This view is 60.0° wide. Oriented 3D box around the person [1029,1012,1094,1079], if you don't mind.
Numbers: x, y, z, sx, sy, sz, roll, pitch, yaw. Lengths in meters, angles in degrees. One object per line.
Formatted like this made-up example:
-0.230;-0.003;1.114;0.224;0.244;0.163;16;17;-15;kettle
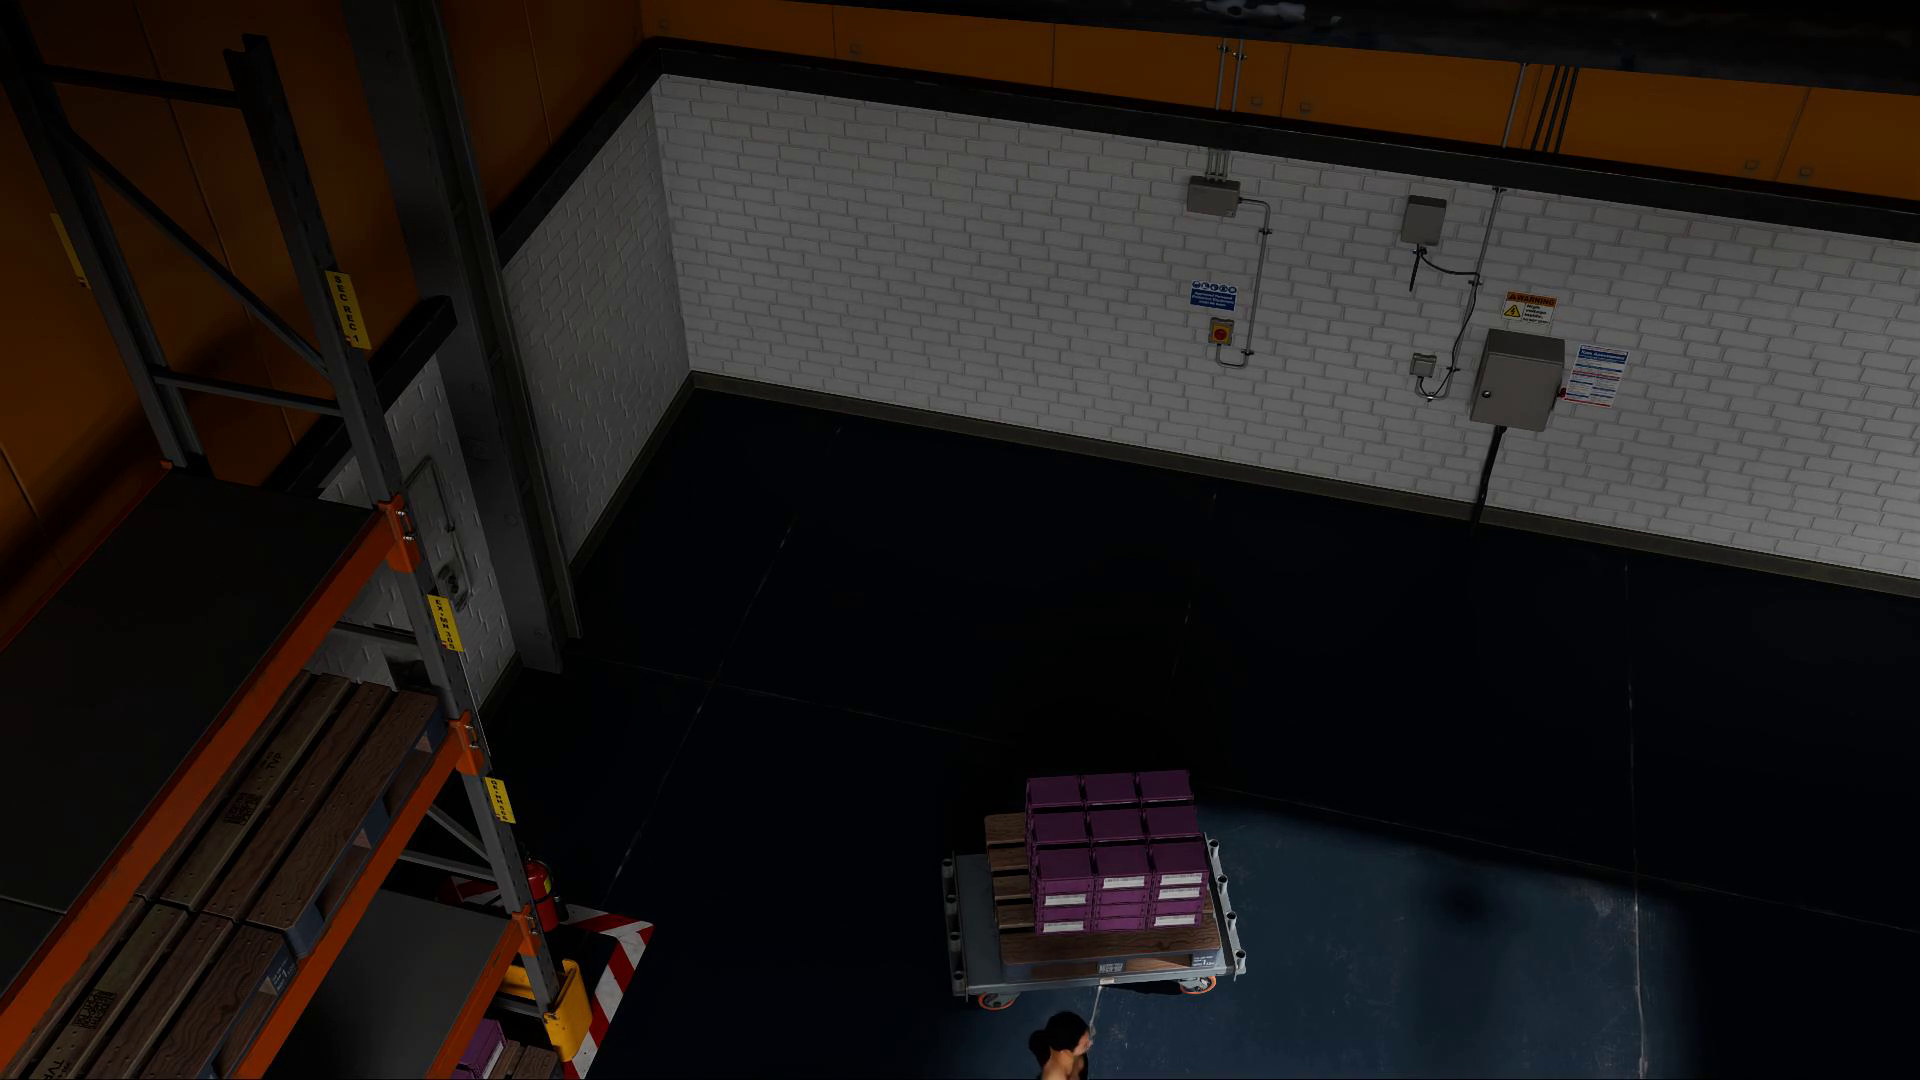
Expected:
0.413;2.784;8.106;0.673;1.711;0.557;2;44;2;person
